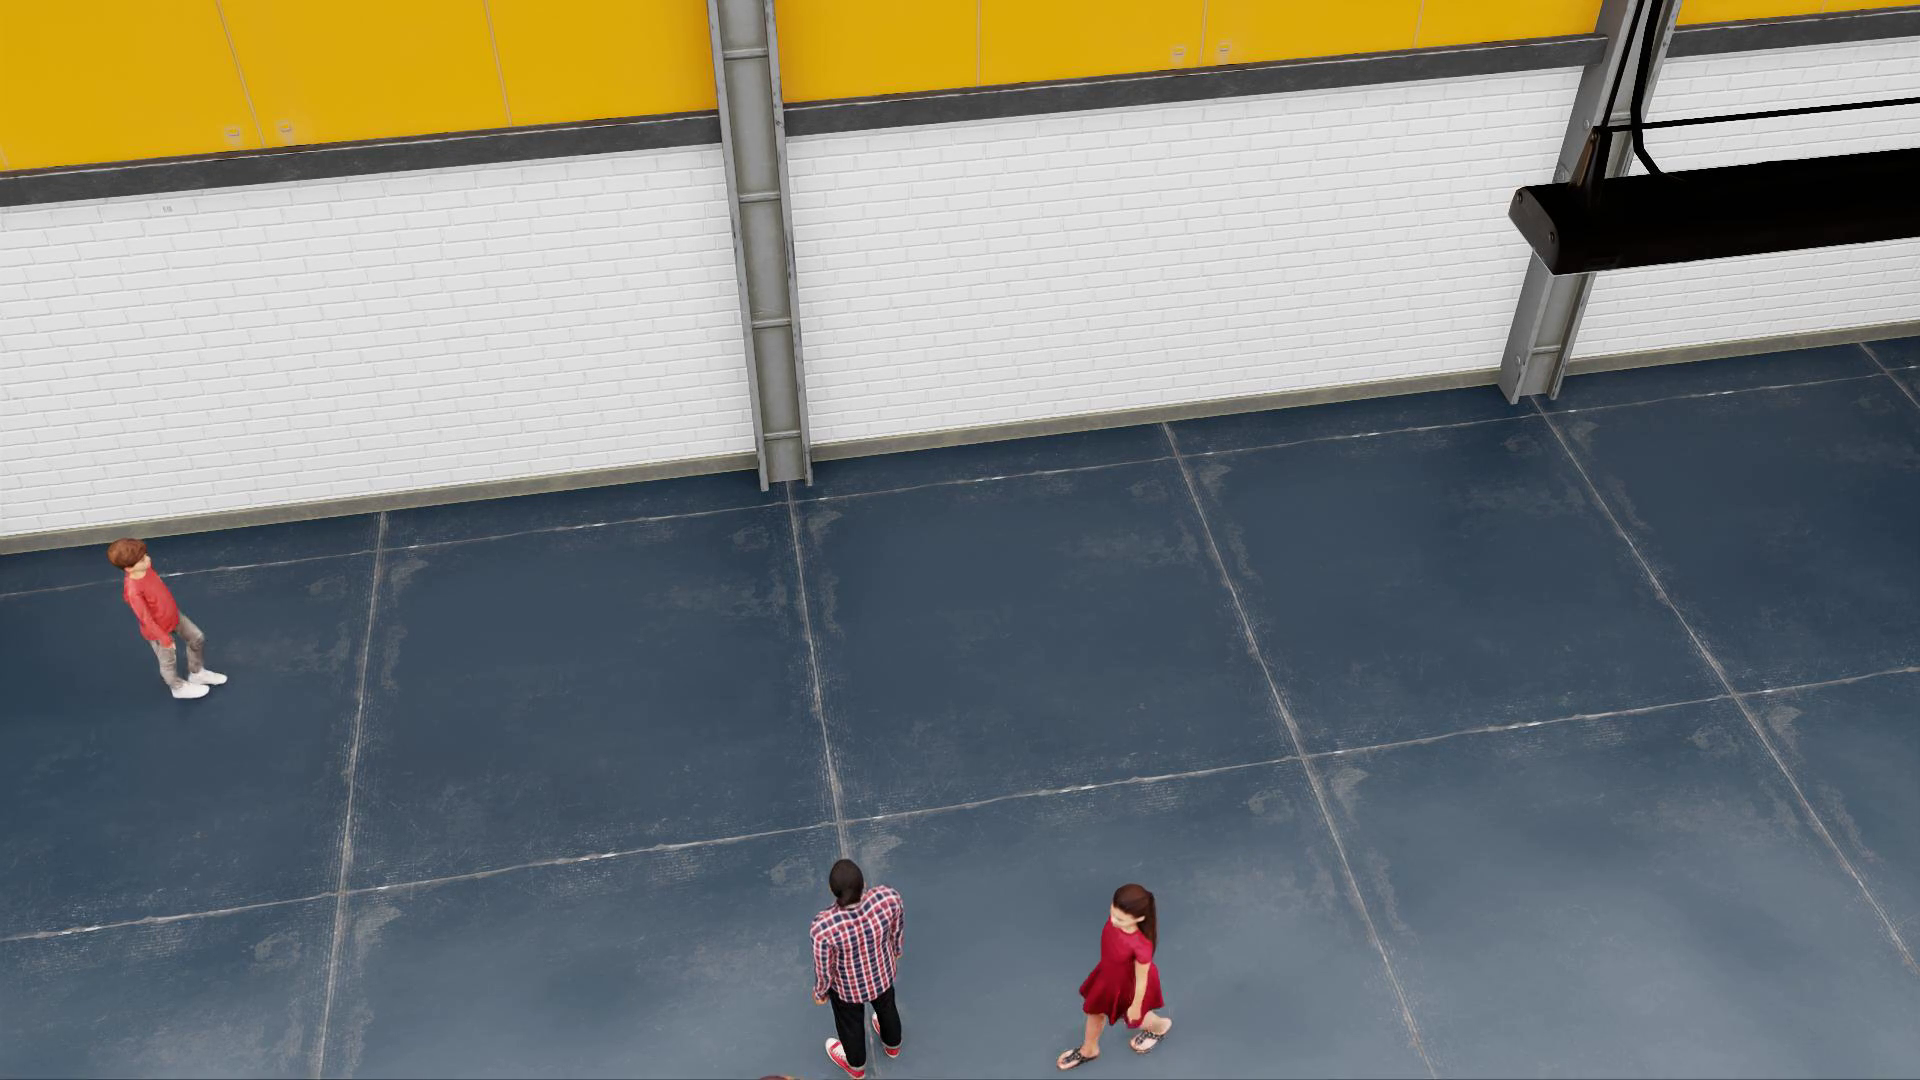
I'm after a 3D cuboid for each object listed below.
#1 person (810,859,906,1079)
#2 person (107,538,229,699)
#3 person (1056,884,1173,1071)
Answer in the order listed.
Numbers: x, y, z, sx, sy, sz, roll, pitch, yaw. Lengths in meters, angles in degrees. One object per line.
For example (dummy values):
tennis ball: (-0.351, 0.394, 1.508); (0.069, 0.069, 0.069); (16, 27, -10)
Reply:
person: (-0.514, 2.205, 8.568); (0.678, 1.761, 0.834); (-24, 49, -23)
person: (-5.163, 0.520, 10.593); (0.575, 1.408, 0.558); (-3, 44, -3)
person: (0.920, 2.257, 8.676); (0.958, 1.536, 0.705); (-19, 47, -19)
